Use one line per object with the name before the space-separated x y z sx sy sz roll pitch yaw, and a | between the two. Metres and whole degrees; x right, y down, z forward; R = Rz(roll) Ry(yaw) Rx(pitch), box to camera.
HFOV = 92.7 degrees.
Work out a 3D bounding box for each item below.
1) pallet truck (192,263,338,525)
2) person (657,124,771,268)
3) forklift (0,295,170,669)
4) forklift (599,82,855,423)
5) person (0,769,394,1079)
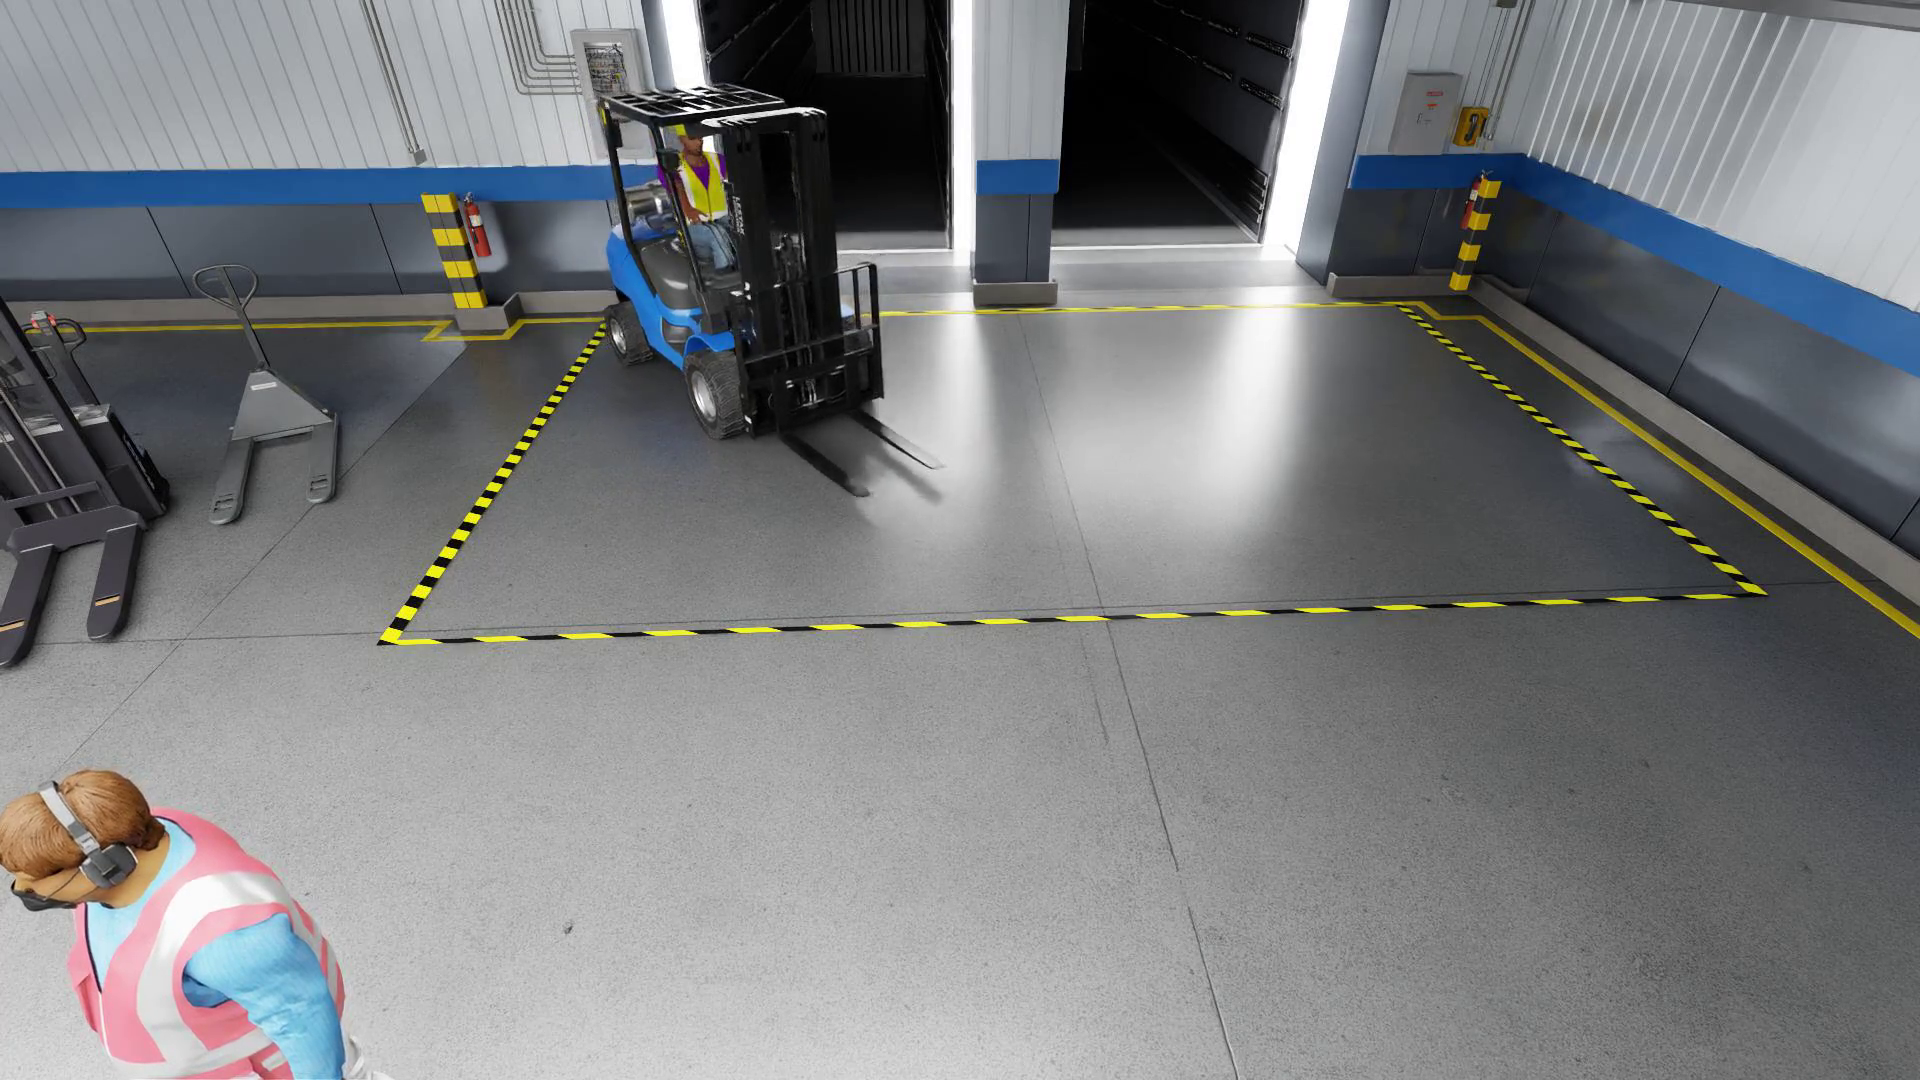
pallet truck | -4.778 -1.027 6.128 0.680 1.201 1.601 -17 38 -23
person | -1.800 -2.424 6.834 0.635 1.294 1.004 -24 41 -30
forklift | -5.212 -0.618 4.878 0.823 1.965 1.885 -20 39 -26
forklift | -1.830 -2.300 6.984 1.157 2.036 2.680 -24 41 -30
person | -1.794 1.249 2.330 0.633 1.841 0.429 18 39 24
